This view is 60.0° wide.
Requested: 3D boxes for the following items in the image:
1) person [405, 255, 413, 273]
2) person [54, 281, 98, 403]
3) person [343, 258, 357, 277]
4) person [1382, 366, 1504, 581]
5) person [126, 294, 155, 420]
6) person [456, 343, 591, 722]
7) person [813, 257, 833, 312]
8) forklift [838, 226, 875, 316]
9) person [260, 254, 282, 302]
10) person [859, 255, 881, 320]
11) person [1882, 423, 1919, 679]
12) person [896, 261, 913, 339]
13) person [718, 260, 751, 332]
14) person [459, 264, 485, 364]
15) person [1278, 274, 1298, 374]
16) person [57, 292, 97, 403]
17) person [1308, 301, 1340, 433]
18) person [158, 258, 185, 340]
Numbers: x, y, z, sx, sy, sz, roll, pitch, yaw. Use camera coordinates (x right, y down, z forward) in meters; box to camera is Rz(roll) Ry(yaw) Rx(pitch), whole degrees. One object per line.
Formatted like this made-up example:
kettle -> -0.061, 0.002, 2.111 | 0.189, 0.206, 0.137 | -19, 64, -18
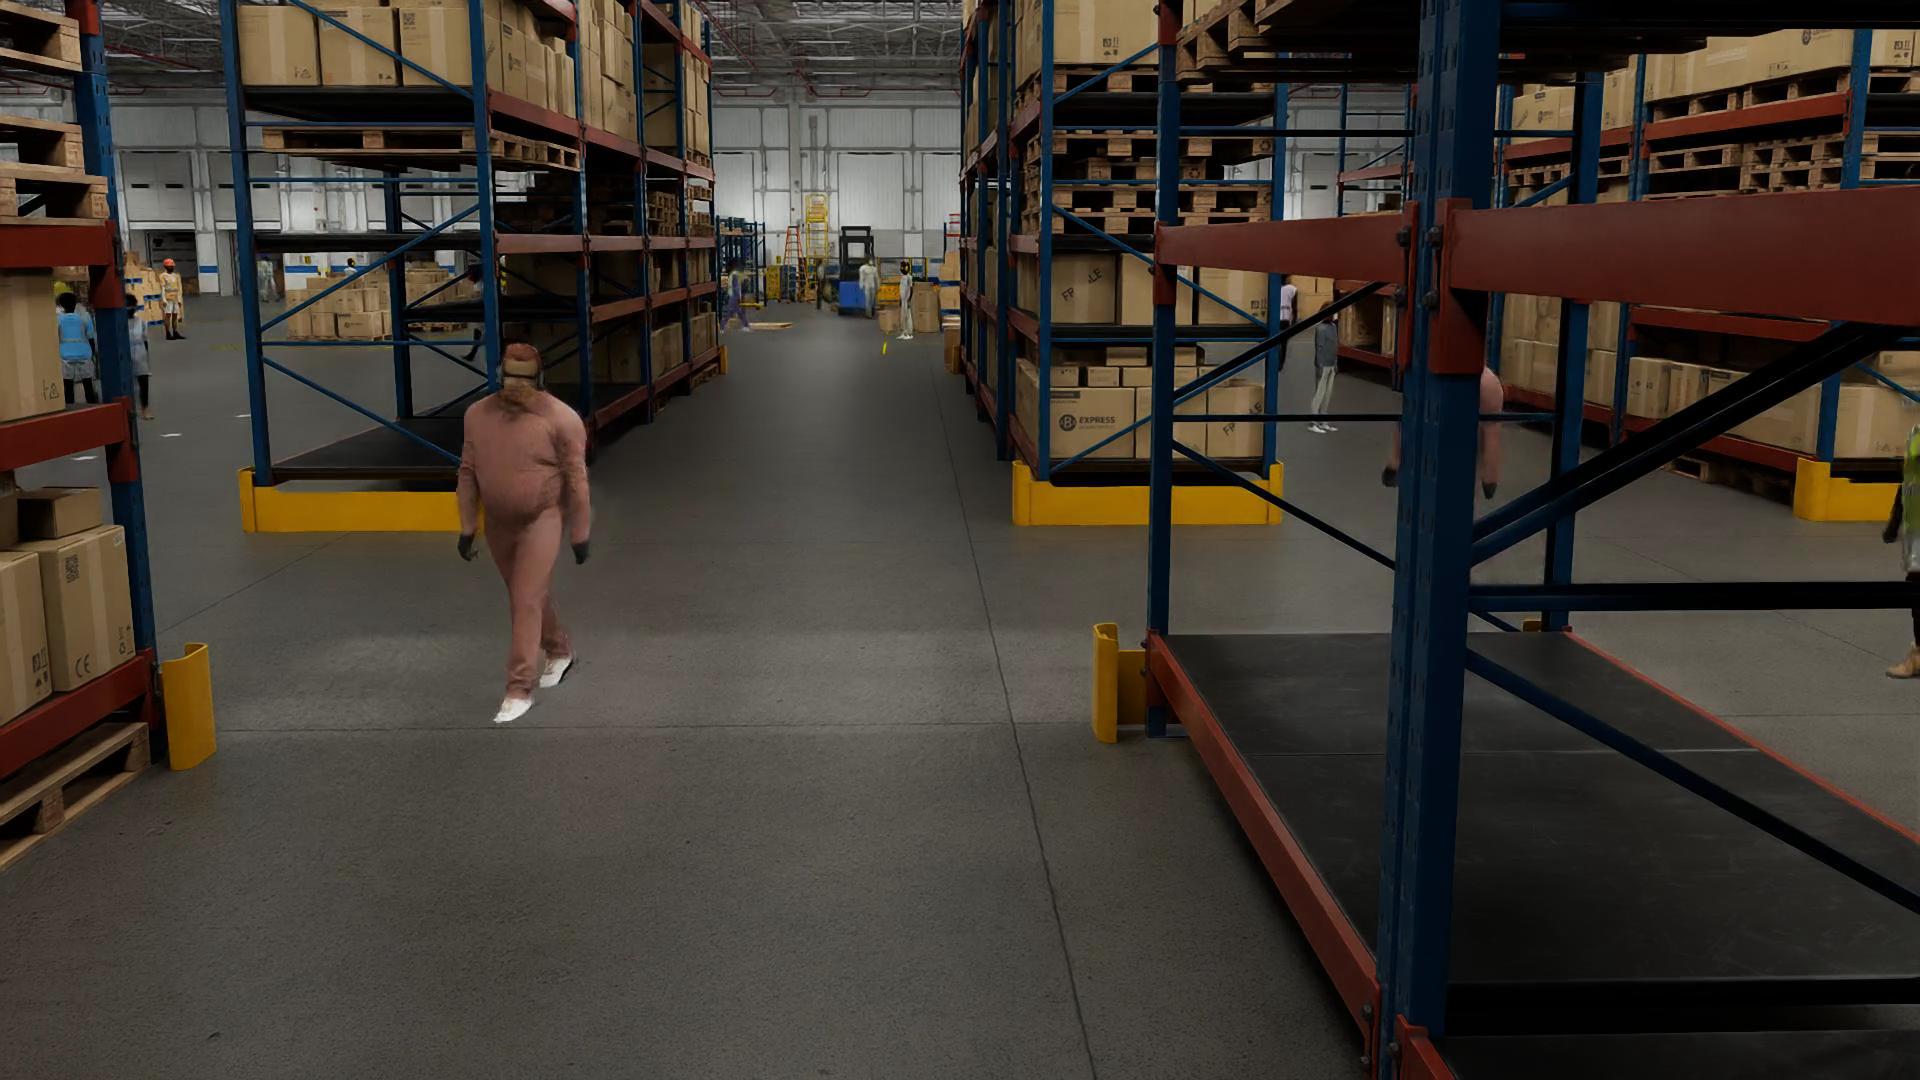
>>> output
person -> -20.709, -9.781, 62.546 | 0.431, 1.835, 0.629 | -6, 12, -30
person -> -12.251, -2.654, 22.902 | 0.616, 1.805, 0.578 | 0, 10, 2
person -> -18.222, -7.509, 49.813 | 0.500, 1.861, 0.328 | 4, 11, 22
person -> 2.973, -0.444, 10.434 | 0.971, 1.862, 0.649 | -7, 12, -33
person -> -10.972, -2.422, 21.968 | 0.677, 1.670, 0.528 | 10, 14, 43
person -> -2.188, -0.076, 8.469 | 0.627, 1.869, 0.952 | 3, 11, 17
person -> -4.603, -8.537, 55.601 | 0.628, 1.831, 0.522 | 0, 10, 1
forklift -> -3.254, -8.458, 52.241 | 1.129, 2.768, 1.873 | 0, 10, -2
person -> -26.634, -10.107, 64.131 | 0.940, 1.905, 0.619 | 5, 11, 27
person -> -2.646, -7.597, 50.106 | 0.660, 1.919, 0.757 | -8, 13, -39
person -> 5.146, -0.068, 8.836 | 0.363, 1.684, 0.538 | 0, 10, 1
person -> -1.315, -5.756, 40.002 | 0.328, 1.873, 0.519 | -6, 12, -28
person -> -5.921, -6.314, 43.157 | 1.055, 1.862, 0.611 | -4, 11, -20
person -> -9.208, -4.349, 32.039 | 1.002, 1.900, 0.641 | -3, 11, -16
person -> 5.714, -3.916, 29.779 | 0.593, 1.864, 0.986 | 0, 10, 0
person -> -11.499, -2.364, 21.600 | 0.531, 1.692, 0.320 | -6, 12, -29
person -> 4.492, -2.125, 20.466 | 0.287, 1.623, 0.500 | 7, 12, 35
person -> -18.892, -5.764, 39.846 | 0.346, 1.942, 0.550 | 3, 11, 16
